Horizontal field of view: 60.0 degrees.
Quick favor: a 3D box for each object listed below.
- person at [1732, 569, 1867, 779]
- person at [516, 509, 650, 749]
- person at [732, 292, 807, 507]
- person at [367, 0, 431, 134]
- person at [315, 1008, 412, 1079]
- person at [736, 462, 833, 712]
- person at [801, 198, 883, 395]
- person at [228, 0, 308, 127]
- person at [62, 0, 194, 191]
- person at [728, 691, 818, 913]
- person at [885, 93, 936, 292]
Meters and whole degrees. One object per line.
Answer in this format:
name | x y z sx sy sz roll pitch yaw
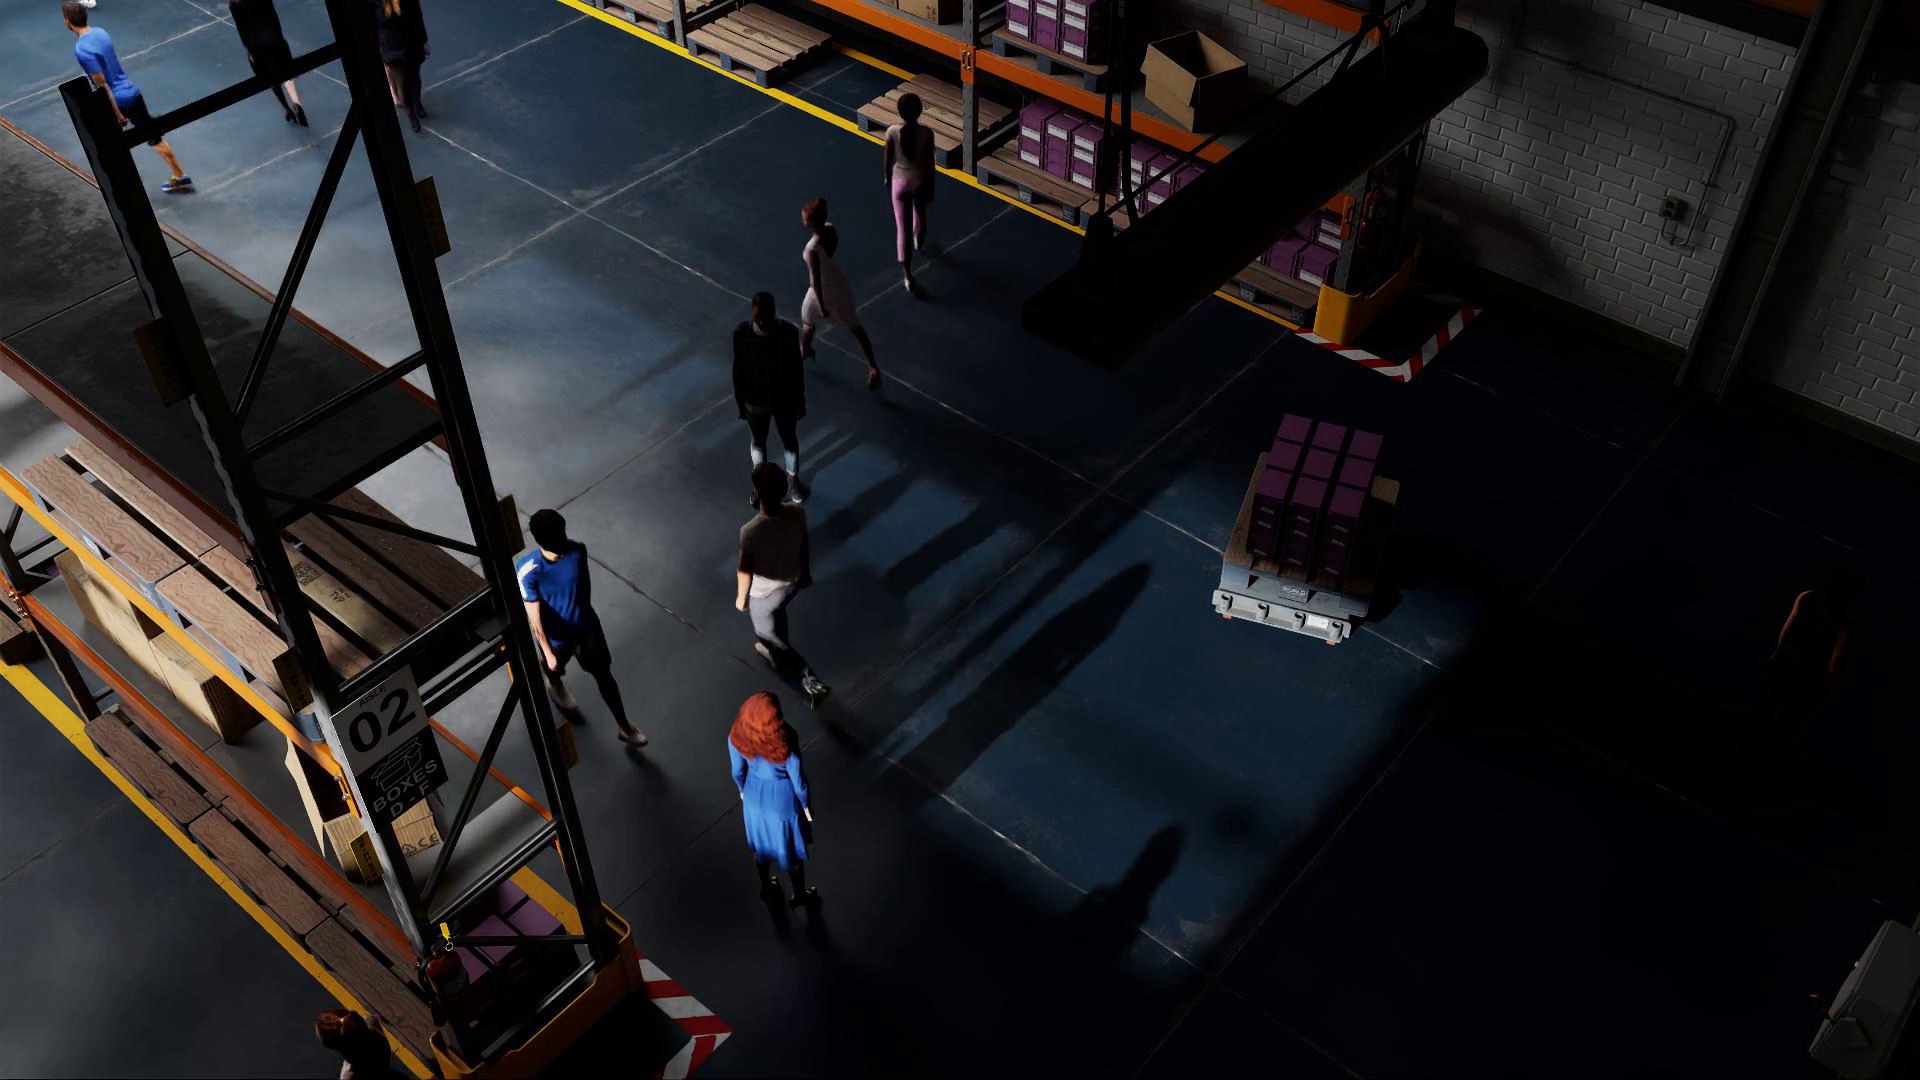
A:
person | 5.130 0.807 10.162 0.725 1.688 0.619 -18 47 -18
person | -2.527 0.492 10.397 0.780 1.821 1.256 -31 52 -29
person | -1.366 -1.045 12.010 0.729 1.821 0.794 -3 44 -3
person | -5.433 -4.853 16.131 0.852 1.652 0.959 -20 47 -20
person | -2.662 2.789 8.078 1.254 1.693 1.044 4 44 4
person | -1.125 0.328 10.530 1.057 1.874 0.660 32 52 29
person | -0.935 -1.862 12.932 1.153 1.732 0.651 26 50 25
person | -6.594 -4.672 15.887 0.722 1.725 0.946 -28 50 -26
person | -7.517 -3.953 15.065 1.201 1.818 1.013 1 44 1
person | -1.049 1.495 9.339 0.613 1.828 0.742 15 46 15
person | -0.429 -2.926 14.079 1.161 1.691 1.134 1 44 1
